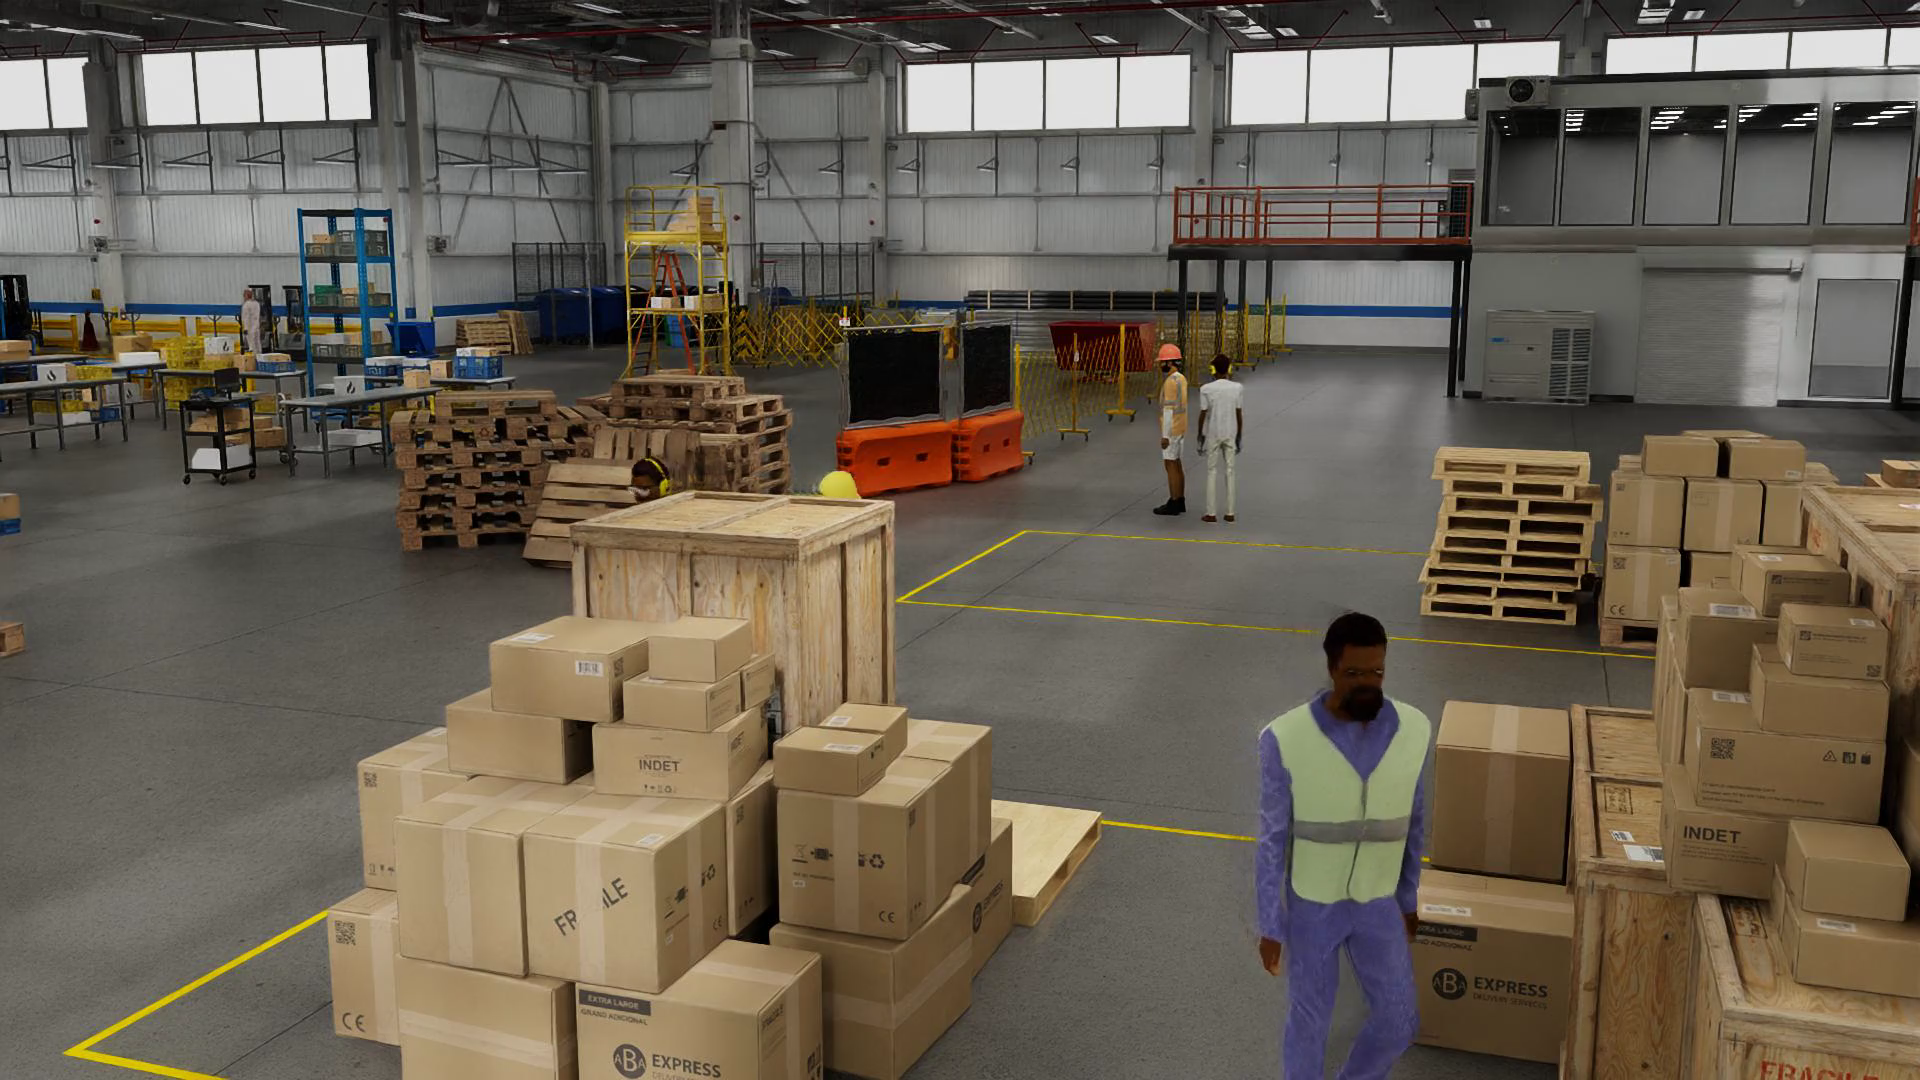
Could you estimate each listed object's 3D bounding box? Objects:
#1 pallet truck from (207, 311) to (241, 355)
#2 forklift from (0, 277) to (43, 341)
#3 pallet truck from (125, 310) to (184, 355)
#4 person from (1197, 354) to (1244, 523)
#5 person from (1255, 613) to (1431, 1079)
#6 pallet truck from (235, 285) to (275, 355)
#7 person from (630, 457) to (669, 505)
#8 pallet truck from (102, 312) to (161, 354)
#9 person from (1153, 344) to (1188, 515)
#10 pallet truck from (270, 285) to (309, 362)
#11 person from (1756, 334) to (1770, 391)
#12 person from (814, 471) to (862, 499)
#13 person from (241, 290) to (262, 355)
[{"bbox_3d":[-19.537,-5.575,44.913,0.653,1.274,1.630,3,11,19],"label":"pallet truck"},{"bbox_3d":[-27.151,-6.329,46.328,1.157,1.987,2.680,3,11,17],"label":"forklift"},{"bbox_3d":[-22.038,-5.665,45.457,0.704,1.261,1.522,3,11,17],"label":"pallet truck"},{"bbox_3d":[2.839,-1.104,18.185,0.515,1.858,0.357,-1,10,-4],"label":"person"},{"bbox_3d":[1.214,1.160,5.303,0.608,1.906,0.454,-2,10,-13],"label":"person"},{"bbox_3d":[-18.327,-5.835,44.421,0.823,1.965,1.885,4,11,23],"label":"pallet truck"},{"bbox_3d":[-1.796,0.442,9.516,0.536,1.835,0.775,8,13,36],"label":"person"},{"bbox_3d":[-23.057,-5.777,46.261,0.680,1.201,1.601,3,11,19],"label":"pallet truck"},{"bbox_3d":[2.371,-1.241,18.762,0.383,1.929,0.538,4,11,19],"label":"person"},{"bbox_3d":[-17.147,-5.700,43.663,0.823,1.965,1.885,3,11,17],"label":"pallet truck"},{"bbox_3d":[15.514,-3.478,32.147,0.280,1.633,0.500,-2,10,-14],"label":"person"},{"bbox_3d":[-0.650,0.455,9.713,0.841,1.731,0.534,-4,11,-22],"label":"person"},{"bbox_3d":[-17.934,-5.366,42.036,0.404,1.911,0.636,1,10,6],"label":"person"}]
